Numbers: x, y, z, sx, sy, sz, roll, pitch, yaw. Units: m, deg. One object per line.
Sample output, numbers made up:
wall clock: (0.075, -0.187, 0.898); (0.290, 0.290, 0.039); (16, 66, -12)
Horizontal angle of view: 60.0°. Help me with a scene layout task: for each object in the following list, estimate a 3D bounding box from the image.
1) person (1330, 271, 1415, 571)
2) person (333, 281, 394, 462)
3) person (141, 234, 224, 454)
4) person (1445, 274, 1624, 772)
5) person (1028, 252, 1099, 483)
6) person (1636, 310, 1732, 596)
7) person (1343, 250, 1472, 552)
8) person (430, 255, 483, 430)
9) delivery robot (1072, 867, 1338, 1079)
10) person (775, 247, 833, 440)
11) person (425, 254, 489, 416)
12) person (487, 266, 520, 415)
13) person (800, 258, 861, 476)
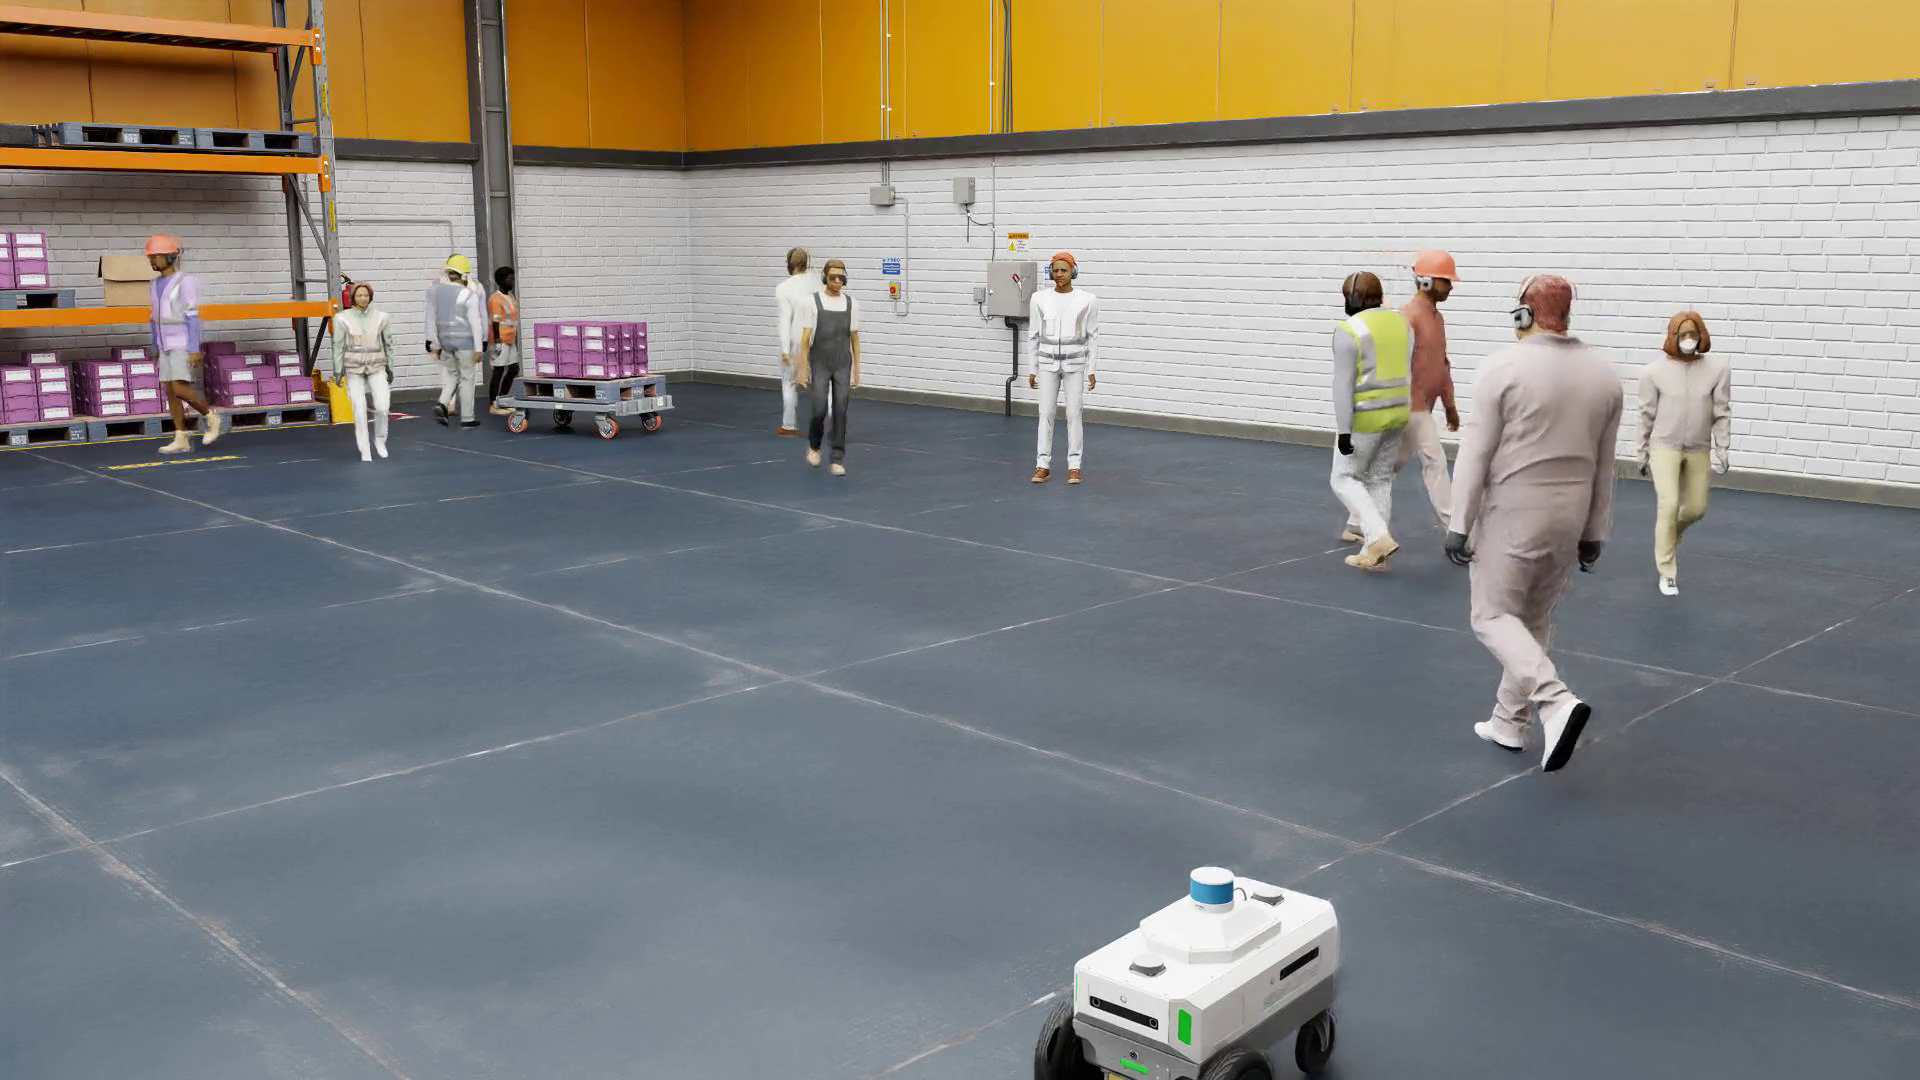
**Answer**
person: (2.466, -0.693, 9.968); (0.633, 1.816, 0.488); (-6, 12, -31)
person: (-5.319, -1.498, 14.866); (0.528, 1.622, 0.373); (-5, 12, -27)
person: (-7.248, -1.807, 15.425); (0.626, 2.029, 0.533); (6, 12, 29)
person: (2.213, -0.053, 6.291); (0.684, 1.878, 0.739); (-4, 11, -19)
person: (0.838, -1.397, 13.595); (0.575, 1.882, 0.359); (2, 11, 12)
person: (4.119, -0.517, 9.545); (0.501, 1.607, 0.635); (1, 10, 6)
person: (2.944, -0.870, 10.602); (1.071, 1.929, 0.632); (6, 12, 31)
person: (-5.215, -2.038, 17.255); (0.615, 1.819, 0.467); (5, 11, 24)
delivery robot: (0.581, 1.004, 3.867); (0.477, 0.478, 0.707); (9, 13, 40)
person: (-1.512, -1.935, 16.455); (0.626, 1.916, 0.877); (-8, 13, -37)
person: (-5.515, -2.224, 18.273); (0.670, 1.821, 0.528); (-3, 11, -16)
person: (-5.148, -2.235, 18.741); (0.379, 1.672, 0.544); (1, 10, 6)
person: (-1.103, -1.458, 14.061); (0.548, 1.832, 0.464); (-4, 11, -22)
